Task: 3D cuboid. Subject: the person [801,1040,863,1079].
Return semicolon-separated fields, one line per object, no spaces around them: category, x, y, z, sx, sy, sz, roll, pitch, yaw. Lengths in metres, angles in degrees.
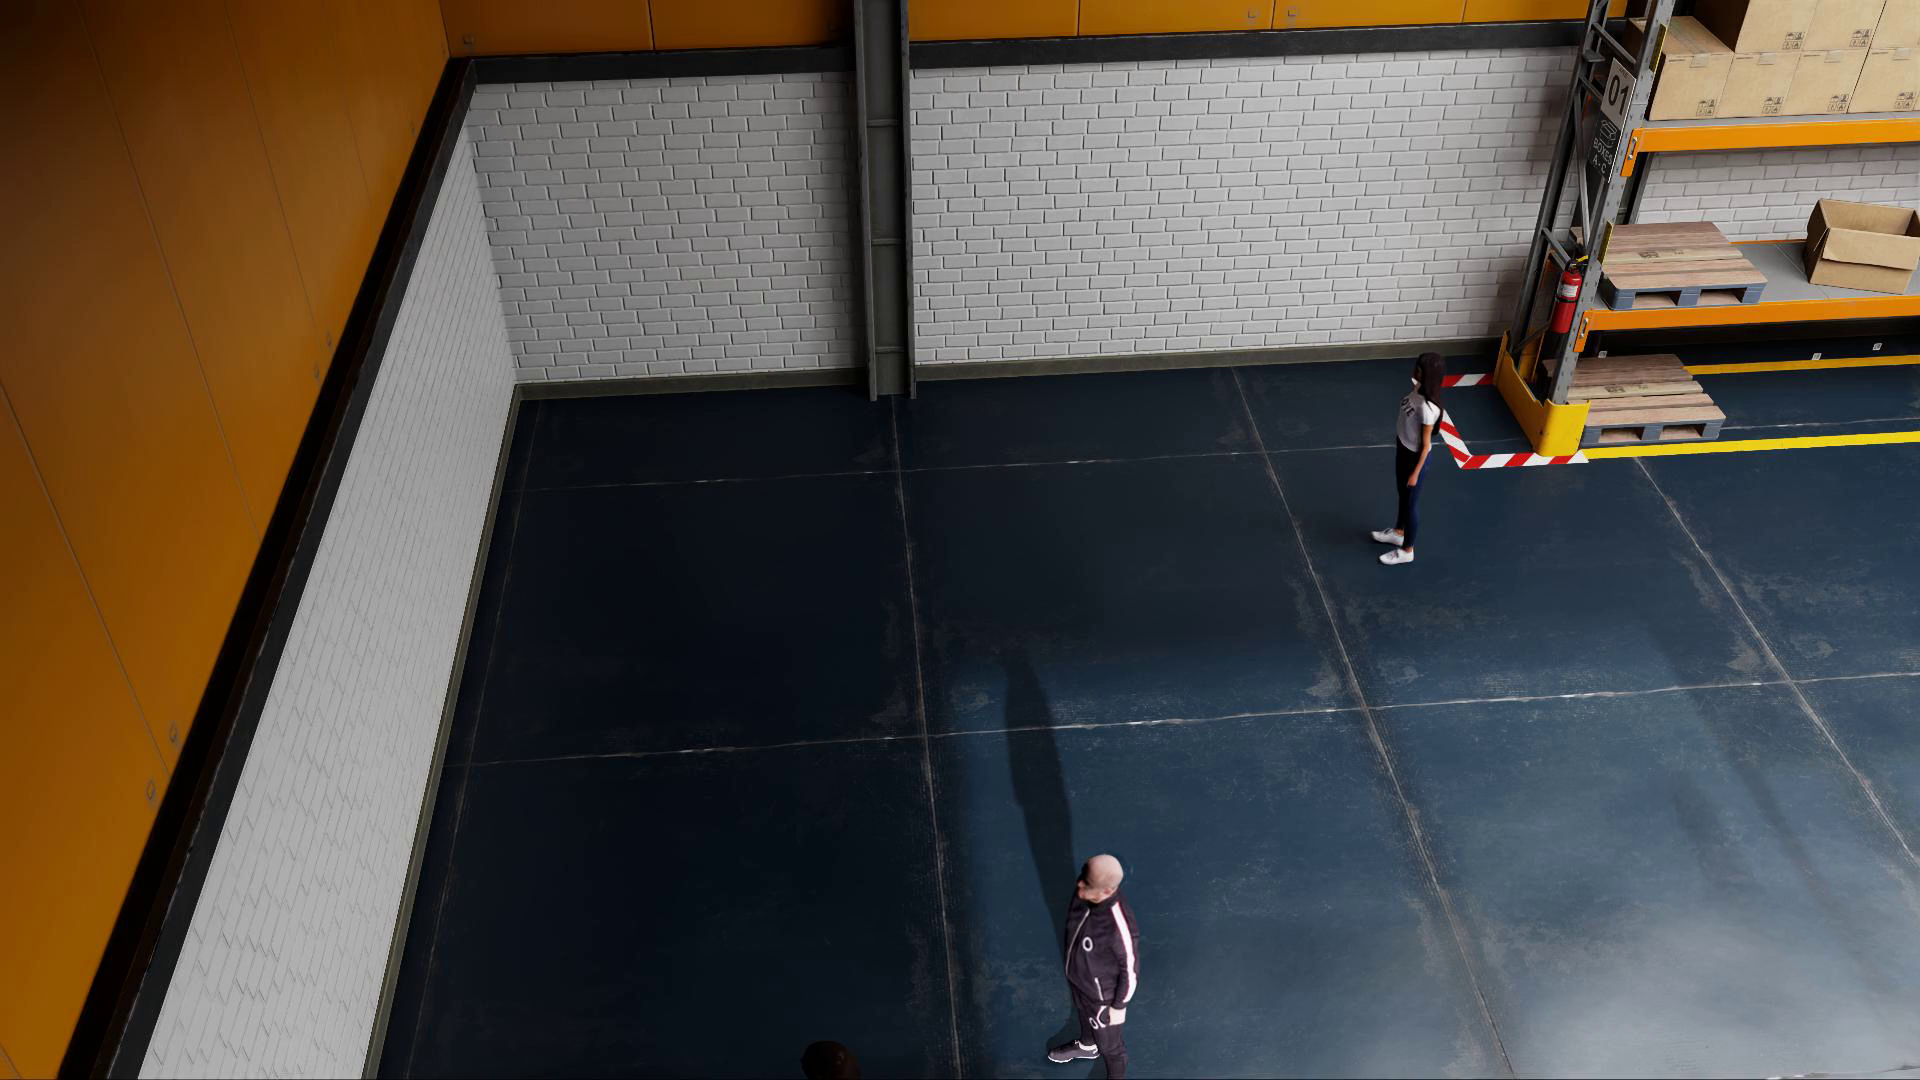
person;-0.578;2.869;7.687;0.649;1.799;0.712;6;39;7

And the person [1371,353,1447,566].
person;3.290;-0.594;12.043;0.555;1.774;0.617;2;39;2

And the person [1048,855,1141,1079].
person;0.717;2.229;8.460;0.685;1.834;0.748;-14;41;-17
